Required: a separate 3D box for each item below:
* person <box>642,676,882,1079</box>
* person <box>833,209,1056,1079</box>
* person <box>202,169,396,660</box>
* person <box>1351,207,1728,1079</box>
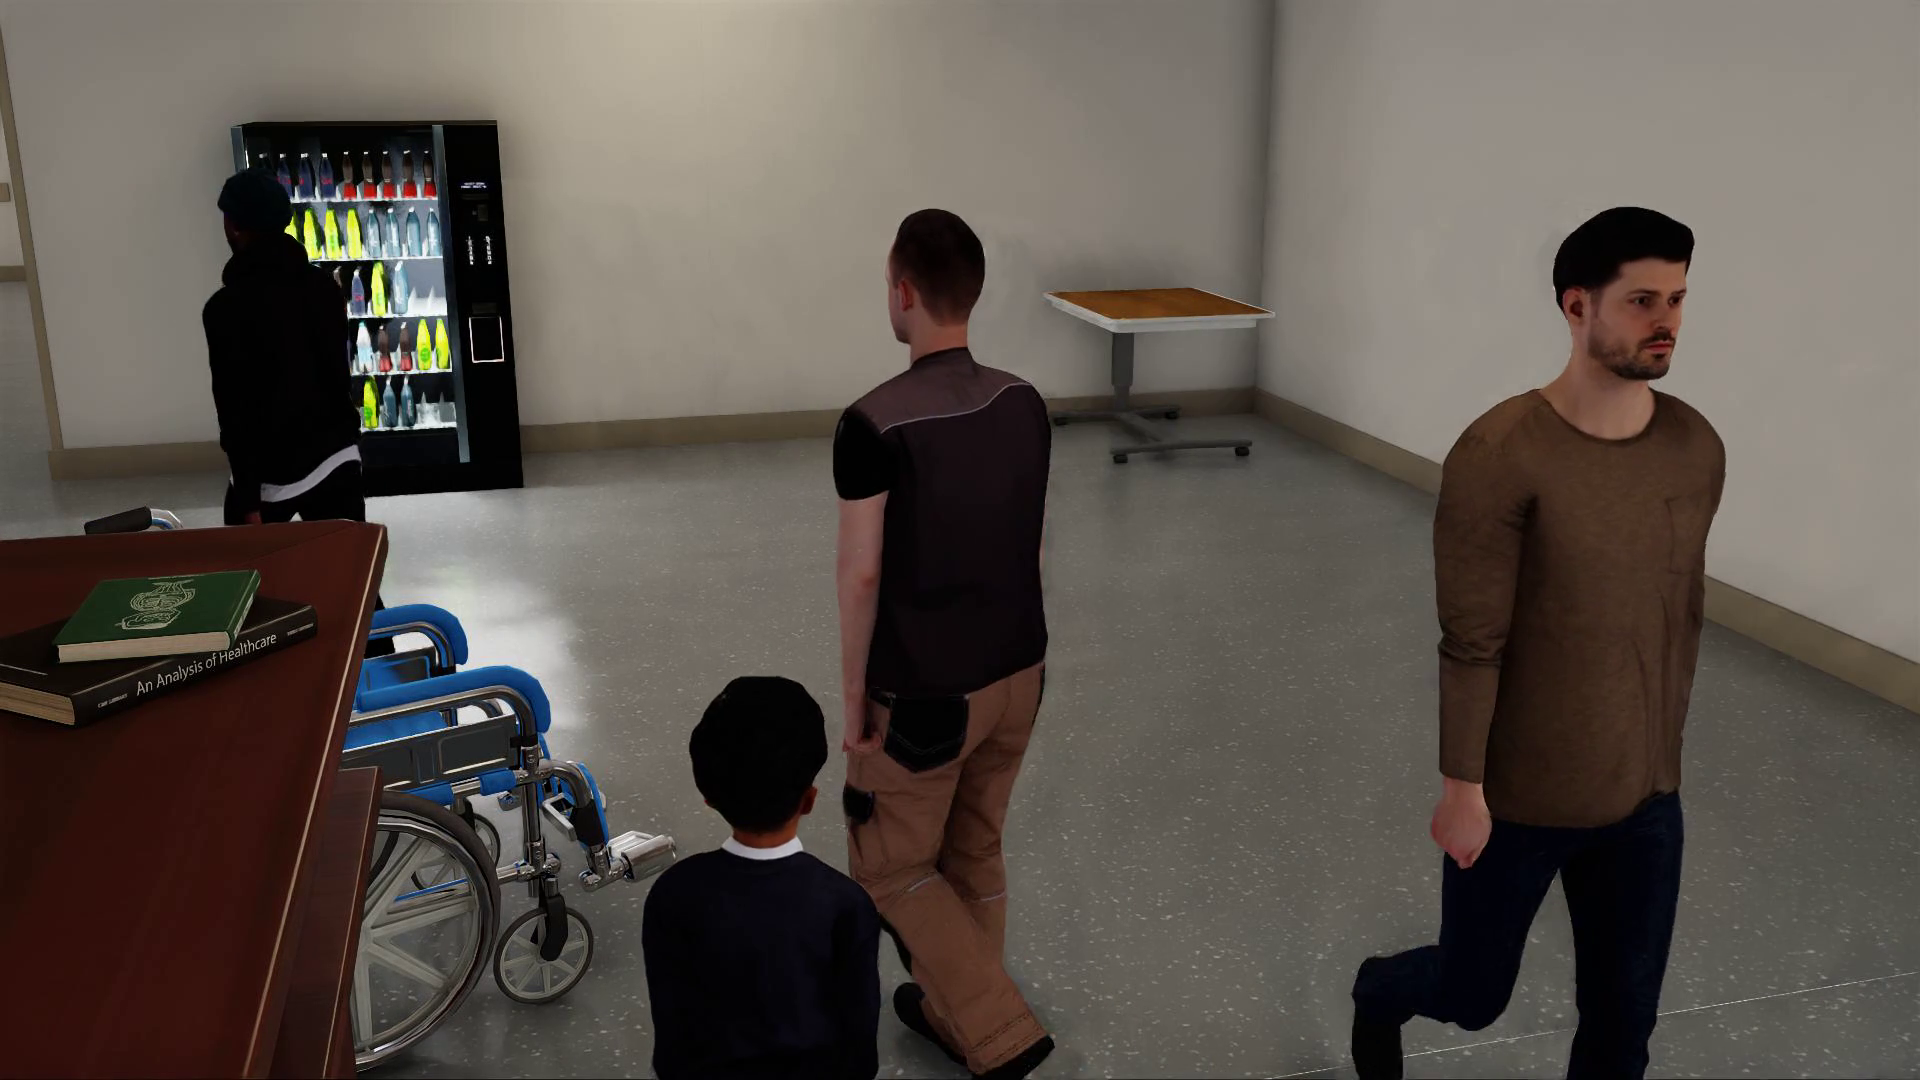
[{"bbox_3d":[-0.294,0.795,2.516,0.471,1.224,0.599,-1,16,-3],"label":"person"},{"bbox_3d":[0.034,0.295,3.260,0.981,1.822,0.955,-12,20,-37],"label":"person"},{"bbox_3d":[-1.918,-0.169,4.998,1.235,1.771,1.202,9,18,29],"label":"person"},{"bbox_3d":[0.989,0.377,2.886,0.964,1.867,0.713,-5,16,-16],"label":"person"}]
